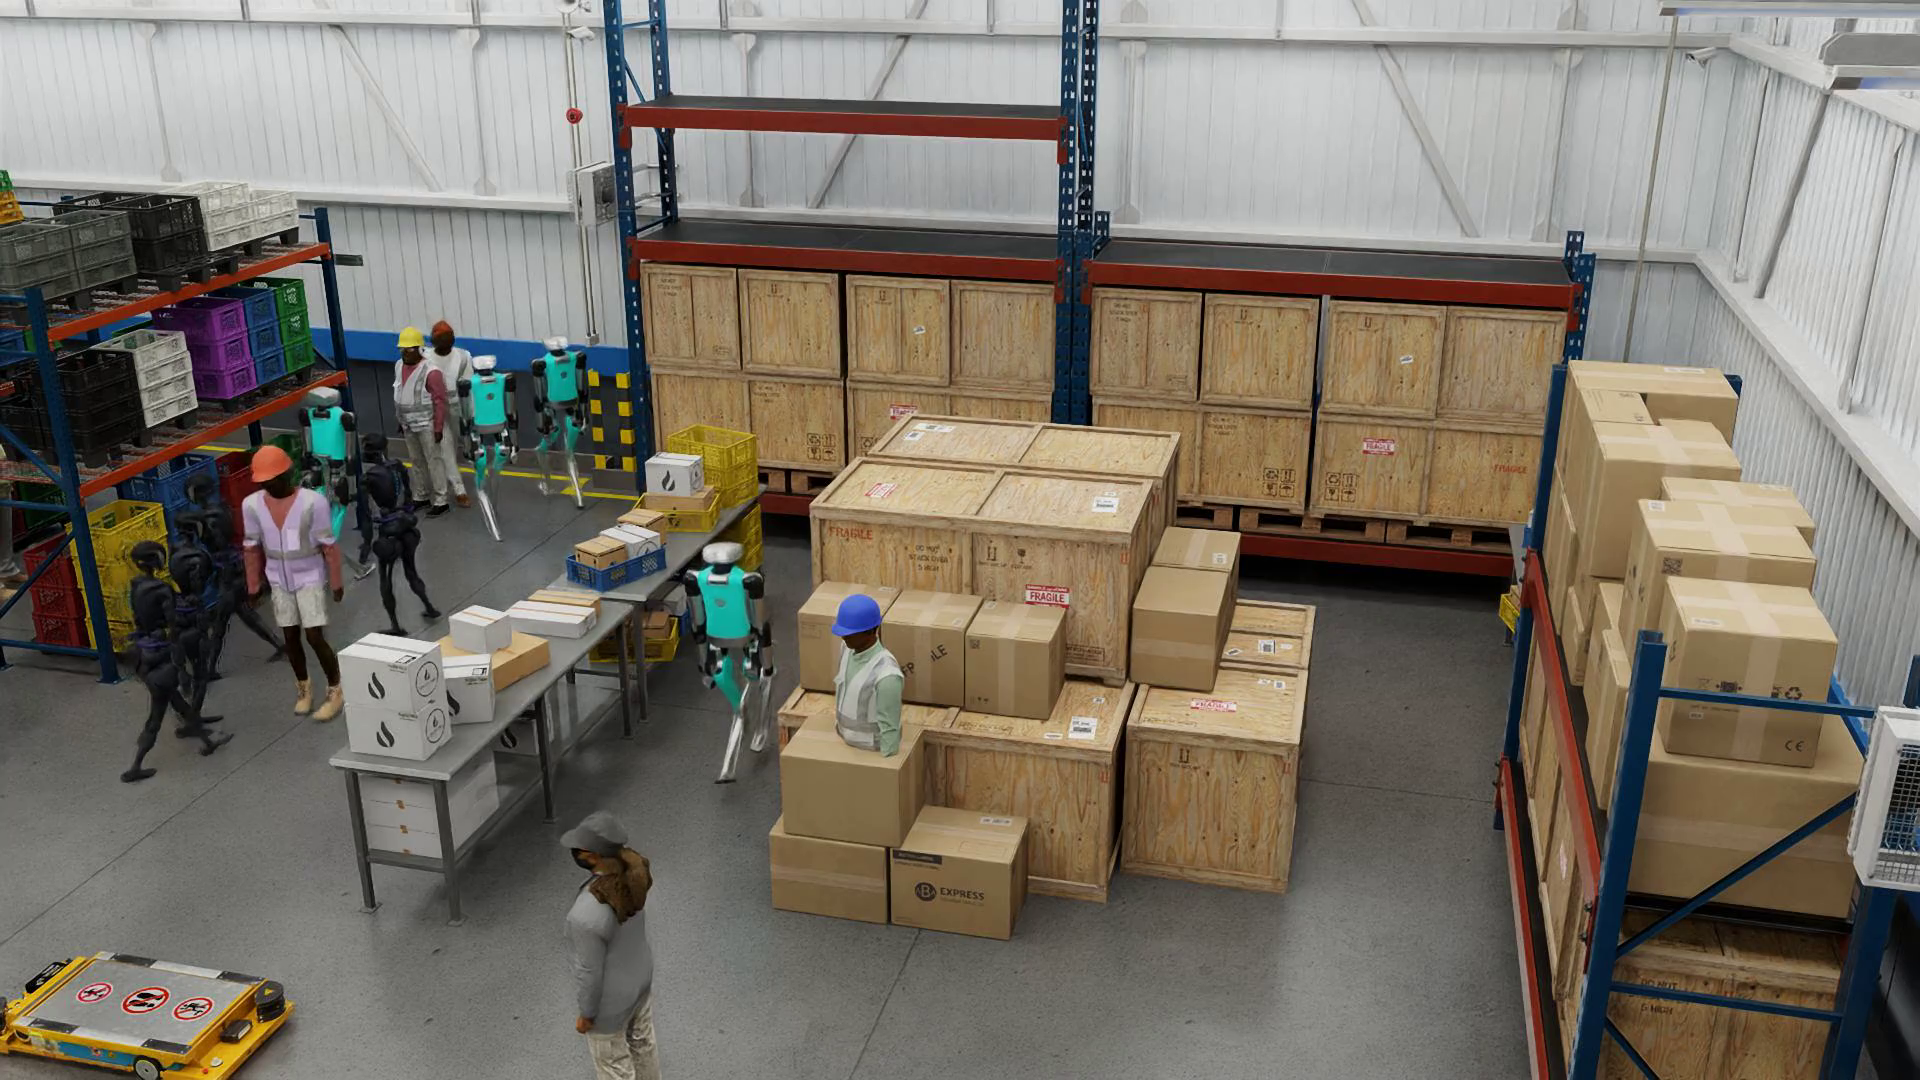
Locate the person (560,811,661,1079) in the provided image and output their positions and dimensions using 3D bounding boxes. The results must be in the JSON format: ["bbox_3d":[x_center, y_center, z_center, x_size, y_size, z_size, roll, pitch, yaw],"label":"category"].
[{"bbox_3d":[-1.574,2.034,7.621,0.397,1.769,0.572,5,22,14],"label":"person"}]

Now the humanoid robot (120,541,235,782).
[{"bbox_3d":[-5.345,0.787,11.083,0.595,1.619,0.784,17,27,37],"label":"humanoid robot"}]

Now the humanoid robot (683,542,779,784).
[{"bbox_3d":[-1.449,0.754,11.011,0.549,1.730,1.047,4,21,10],"label":"humanoid robot"}]

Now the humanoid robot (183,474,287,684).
[{"bbox_3d":[-5.507,0.265,12.480,0.788,1.631,0.610,-13,24,-30],"label":"humanoid robot"}]

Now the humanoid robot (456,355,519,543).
[{"bbox_3d":[-4.419,-0.908,15.424,0.556,1.799,0.913,-12,24,-28],"label":"humanoid robot"}]

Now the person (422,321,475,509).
[{"bbox_3d":[-5.021,-1.293,16.285,0.582,1.811,1.051,-11,24,-27],"label":"person"}]

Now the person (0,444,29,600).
[{"bbox_3d":[-8.125,-0.410,13.935,0.431,1.835,0.622,-2,21,-6],"label":"person"}]

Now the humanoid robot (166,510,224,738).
[{"bbox_3d":[-5.385,0.576,11.590,0.451,1.638,0.586,-13,25,-31],"label":"humanoid robot"}]

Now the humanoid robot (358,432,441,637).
[{"bbox_3d":[-4.489,-0.057,13.225,0.412,1.644,0.600,9,23,22],"label":"humanoid robot"}]

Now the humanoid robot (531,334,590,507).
[{"bbox_3d":[-3.947,-1.175,16.136,0.559,1.795,0.943,-13,25,-31],"label":"humanoid robot"}]

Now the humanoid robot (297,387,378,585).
[{"bbox_3d":[-5.356,-0.360,13.923,0.541,1.748,0.953,6,22,15],"label":"humanoid robot"}]

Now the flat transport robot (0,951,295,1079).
[{"bbox_3d":[-4.270,2.464,8.601,1.431,0.231,0.659,5,22,13],"label":"flat transport robot"}]

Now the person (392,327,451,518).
[{"bbox_3d":[-5.131,-1.117,15.768,0.599,1.836,0.404,13,25,31],"label":"person"}]

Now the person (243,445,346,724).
[{"bbox_3d":[-4.733,0.316,11.761,0.634,2.023,0.550,2,21,5],"label":"person"}]

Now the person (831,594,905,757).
[{"bbox_3d":[-0.534,1.200,9.575,0.411,1.939,0.602,-11,24,-27],"label":"person"}]
